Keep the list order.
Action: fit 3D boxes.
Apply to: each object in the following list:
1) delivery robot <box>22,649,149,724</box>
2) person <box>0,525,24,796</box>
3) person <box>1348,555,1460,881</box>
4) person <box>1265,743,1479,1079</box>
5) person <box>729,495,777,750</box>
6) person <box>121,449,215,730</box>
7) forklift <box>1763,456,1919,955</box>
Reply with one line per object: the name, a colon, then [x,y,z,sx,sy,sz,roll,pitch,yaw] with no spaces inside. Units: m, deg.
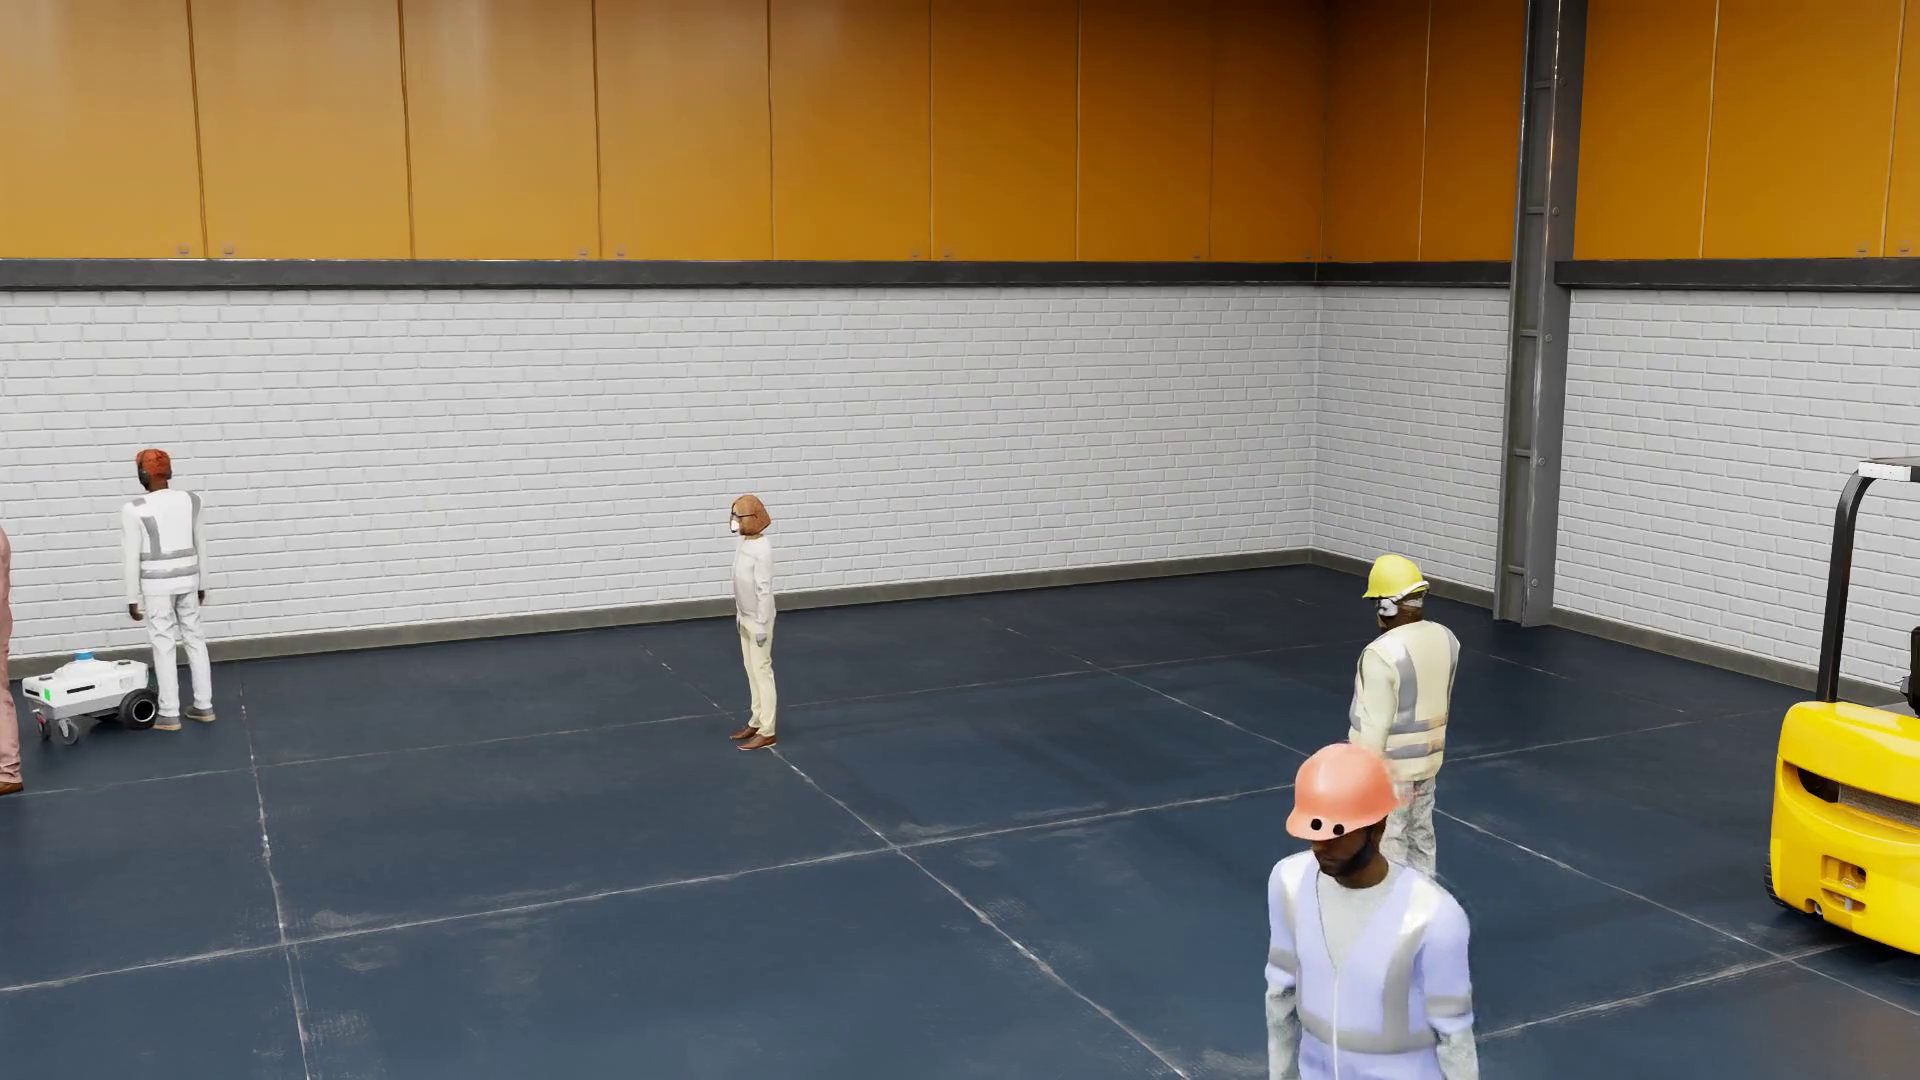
delivery robot: [-5.733,0.960,10.916,0.477,0.478,0.707,7,11,35]
person: [-5.702,0.539,9.640,0.409,1.906,0.652,-6,11,-34]
person: [1.892,0.968,7.241,0.588,1.823,0.403,-8,12,-41]
person: [1.108,1.401,4.356,0.858,1.898,0.557,-9,13,-44]
person: [-1.326,0.520,10.624,0.291,1.633,0.503,-4,10,-23]
person: [-5.258,0.328,11.047,0.357,1.881,0.578,6,11,34]
forklift: [4.857,0.731,7.561,2.313,2.155,1.214,-4,10,-25]
